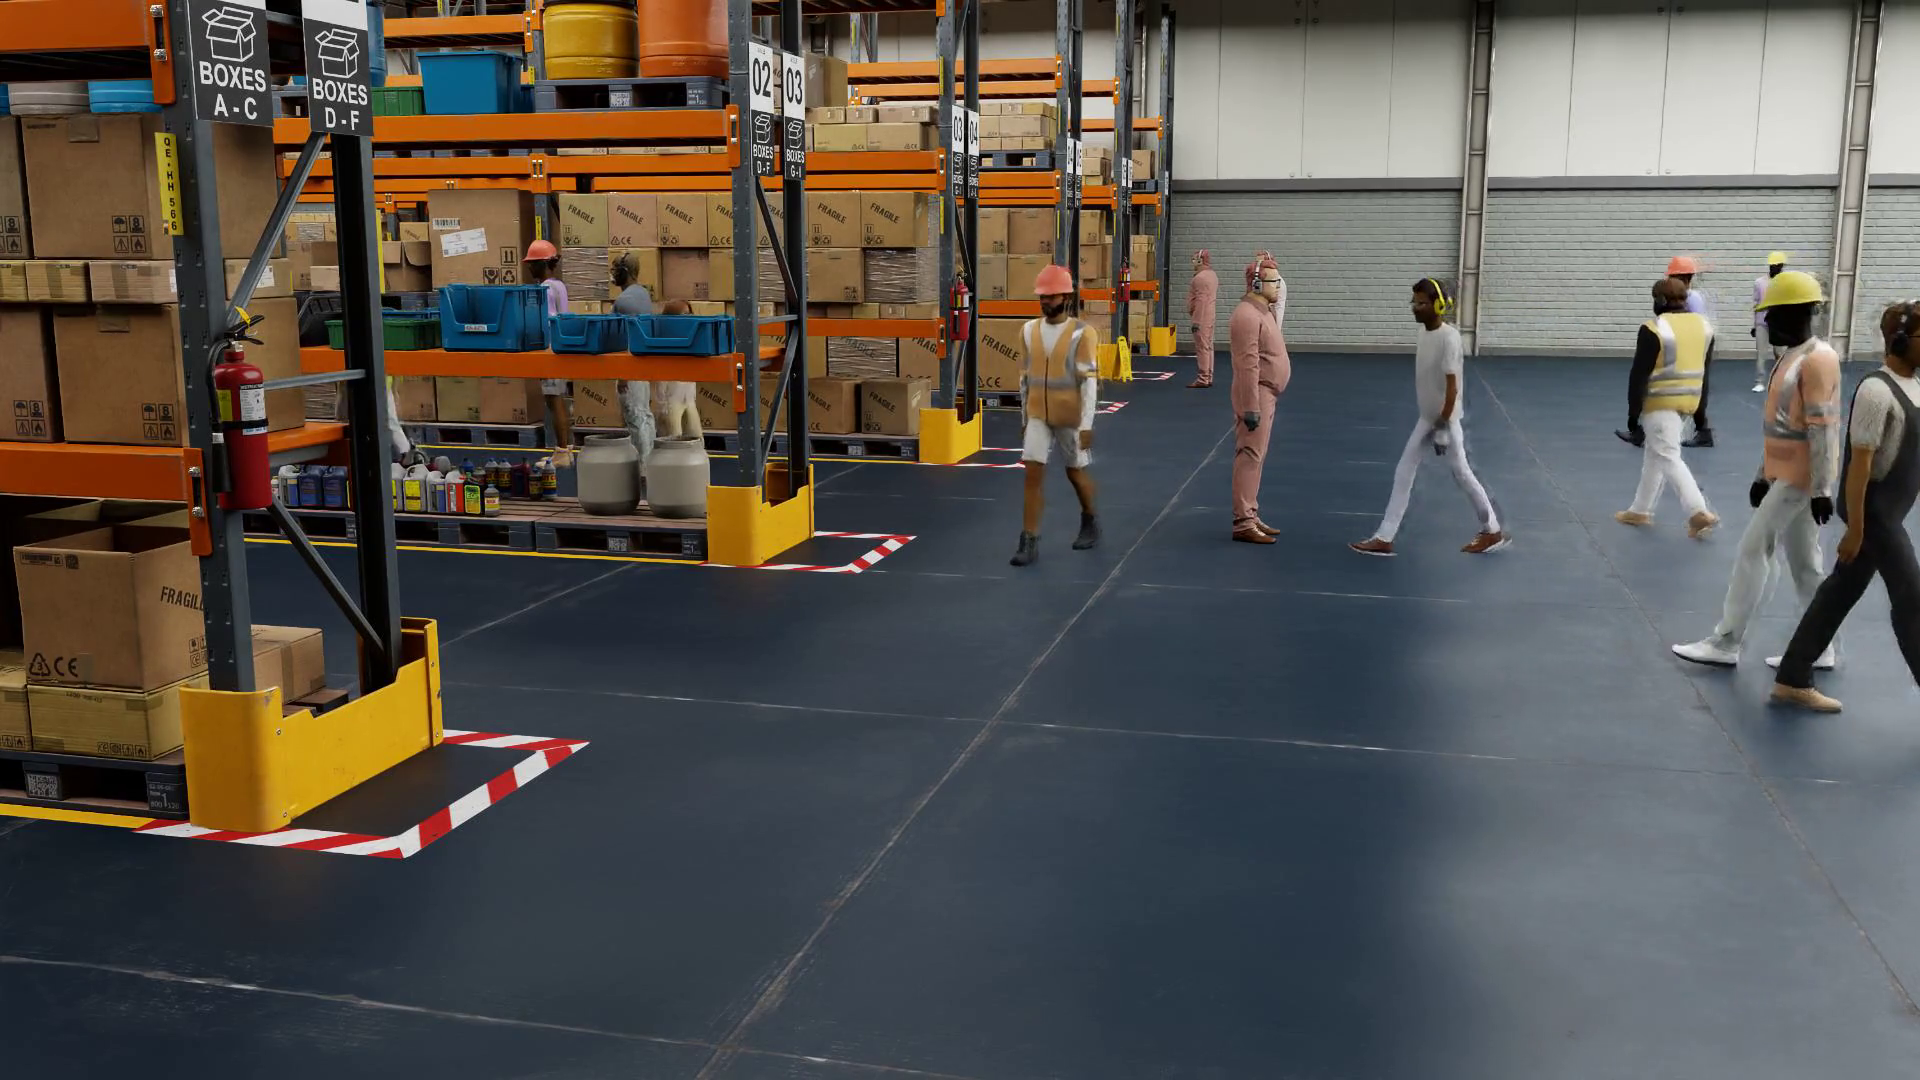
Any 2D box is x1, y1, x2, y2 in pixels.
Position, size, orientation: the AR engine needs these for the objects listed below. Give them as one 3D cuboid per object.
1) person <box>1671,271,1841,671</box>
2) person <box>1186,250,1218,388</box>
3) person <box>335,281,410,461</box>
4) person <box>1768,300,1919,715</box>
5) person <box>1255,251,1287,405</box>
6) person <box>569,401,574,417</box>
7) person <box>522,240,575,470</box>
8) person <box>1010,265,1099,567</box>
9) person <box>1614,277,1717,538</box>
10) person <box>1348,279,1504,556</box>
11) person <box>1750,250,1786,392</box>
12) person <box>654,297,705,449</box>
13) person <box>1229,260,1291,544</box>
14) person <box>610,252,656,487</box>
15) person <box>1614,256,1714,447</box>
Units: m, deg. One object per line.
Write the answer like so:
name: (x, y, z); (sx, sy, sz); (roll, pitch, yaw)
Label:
person: (3.804, -0.315, 7.890); (0.857, 1.887, 0.603); (3, 11, 17)
person: (3.340, -3.062, 23.074); (0.399, 1.909, 0.642); (5, 11, 24)
person: (-4.695, -1.211, 13.132); (0.983, 1.795, 0.640); (3, 11, 18)
person: (3.912, -0.093, 6.933); (0.957, 1.795, 0.540); (8, 13, 39)
person: (3.721, -2.602, 20.529); (0.410, 1.909, 0.643); (-5, 12, -27)
person: (-4.139, -2.230, 18.810); (0.963, 1.794, 0.628); (2, 11, 14)
person: (-3.674, -1.641, 14.823); (0.392, 2.041, 0.615); (0, 10, -1)
person: (0.645, -0.817, 10.698); (0.563, 1.897, 0.986); (5, 11, 27)
person: (4.971, -0.927, 11.583); (0.630, 1.798, 0.941); (-5, 11, -25)
person: (3.097, -0.766, 10.690); (1.070, 1.810, 0.529); (-3, 11, -15)
person: (11.056, -2.968, 22.571); (0.781, 1.905, 0.590); (-10, 14, -44)
person: (-2.149, -1.008, 12.477); (0.413, 1.623, 0.500); (5, 12, 28)
person: (2.032, -0.938, 11.304); (0.409, 1.907, 0.651); (3, 11, 16)
person: (-2.718, -1.404, 13.799); (0.355, 1.938, 0.636); (0, 10, 2)
person: (7.018, -1.839, 16.362); (1.005, 1.881, 0.552); (2, 10, 9)
